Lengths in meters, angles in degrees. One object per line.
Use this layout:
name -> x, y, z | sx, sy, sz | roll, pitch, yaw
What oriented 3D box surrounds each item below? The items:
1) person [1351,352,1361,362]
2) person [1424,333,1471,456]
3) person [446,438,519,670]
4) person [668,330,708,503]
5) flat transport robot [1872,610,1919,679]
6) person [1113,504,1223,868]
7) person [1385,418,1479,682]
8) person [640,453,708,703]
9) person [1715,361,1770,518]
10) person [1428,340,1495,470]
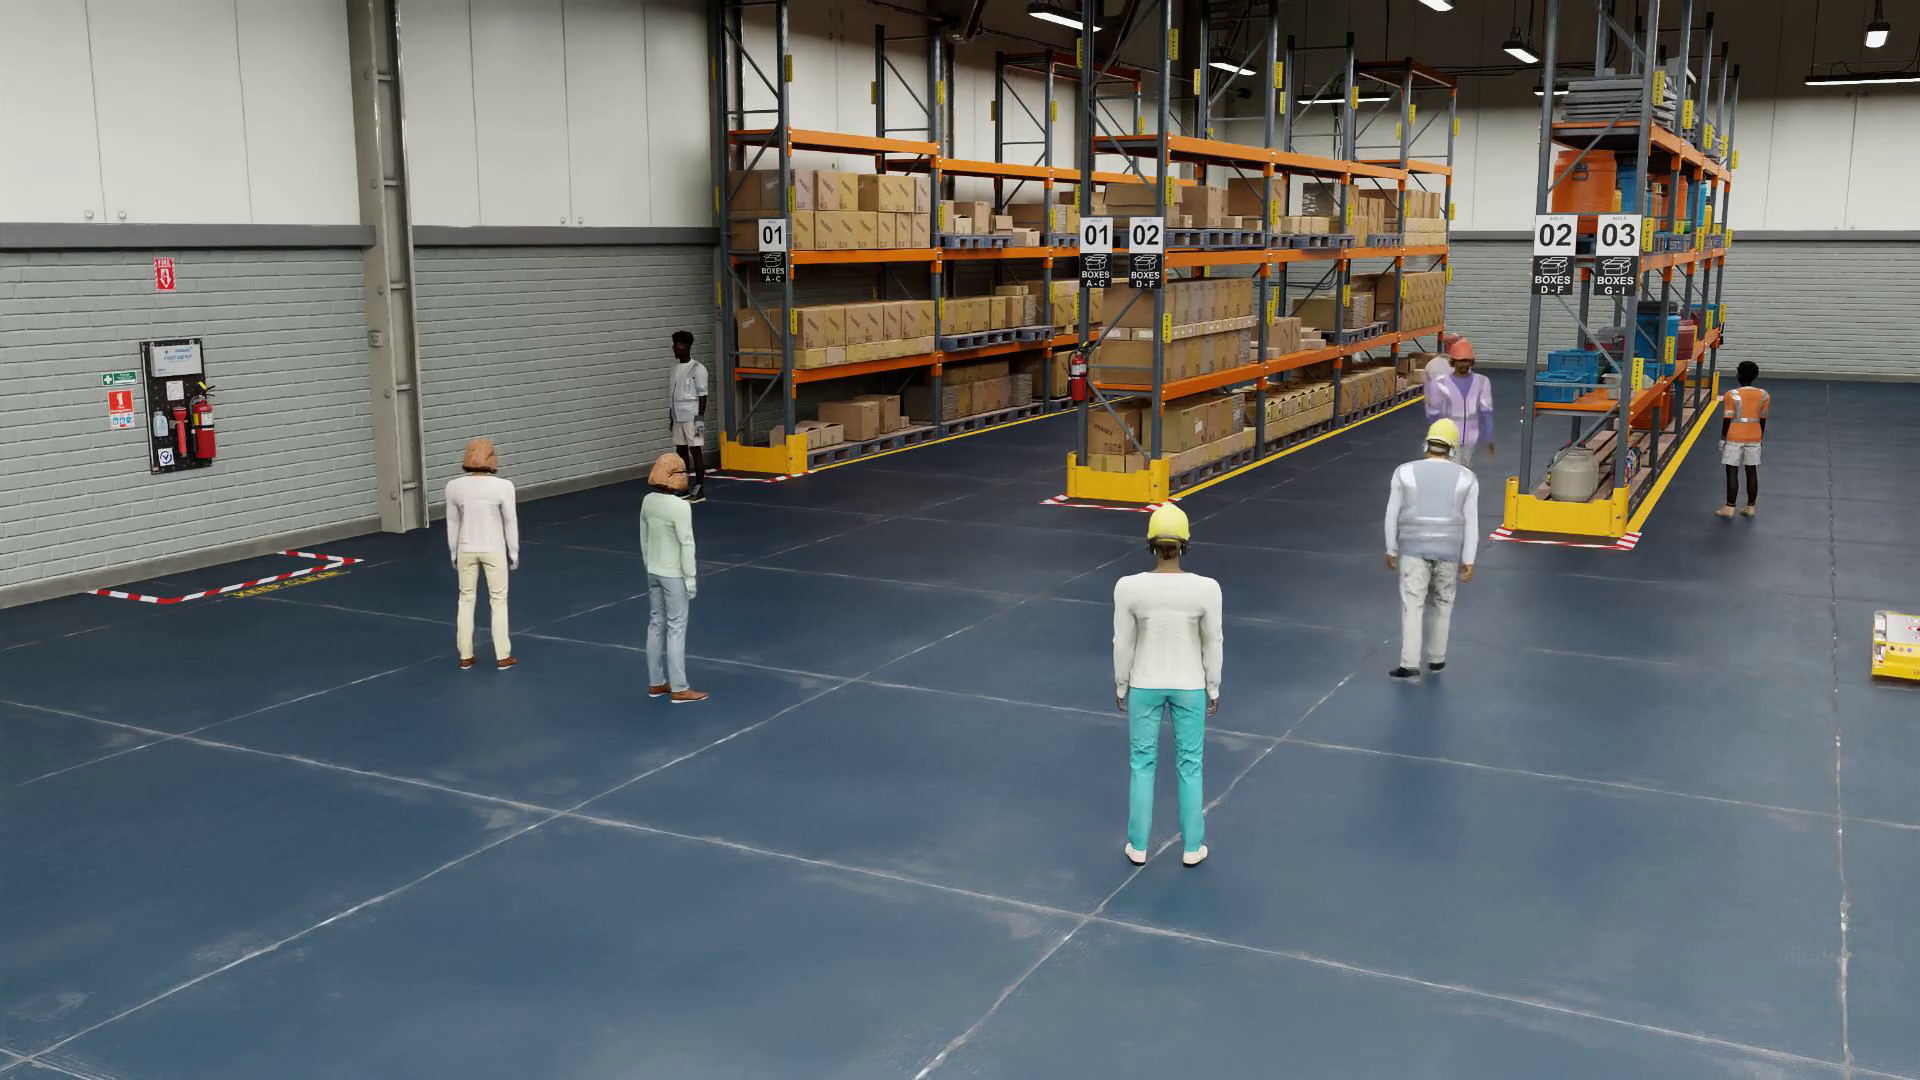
person -> 8.724, -4.493, 36.806 | 0.518, 1.580, 0.850 | -4, 11, -20
person -> 5.702, -1.450, 19.361 | 0.407, 1.908, 0.641 | -7, 13, -35
person -> -3.345, 0.100, 11.688 | 0.501, 1.623, 0.300 | 1, 10, 4
person -> -3.120, -1.405, 18.953 | 0.604, 1.966, 0.367 | 9, 14, 42
flat transport robot -> 6.871, 0.749, 11.835 | 0.652, 0.197, 1.431 | 6, 12, 28
person -> 0.994, 0.705, 7.989 | 0.525, 1.772, 0.304 | 1, 10, 8
person -> 3.216, 0.081, 11.352 | 0.611, 1.798, 0.664 | 2, 11, 12
person -> -1.894, 0.243, 10.873 | 0.501, 1.632, 0.280 | 10, 14, 44
person -> 8.415, -1.078, 17.903 | 0.542, 1.695, 0.316 | -2, 11, -10
person -> 5.100, -1.060, 17.056 | 0.611, 1.992, 1.088 | -1, 10, -4
